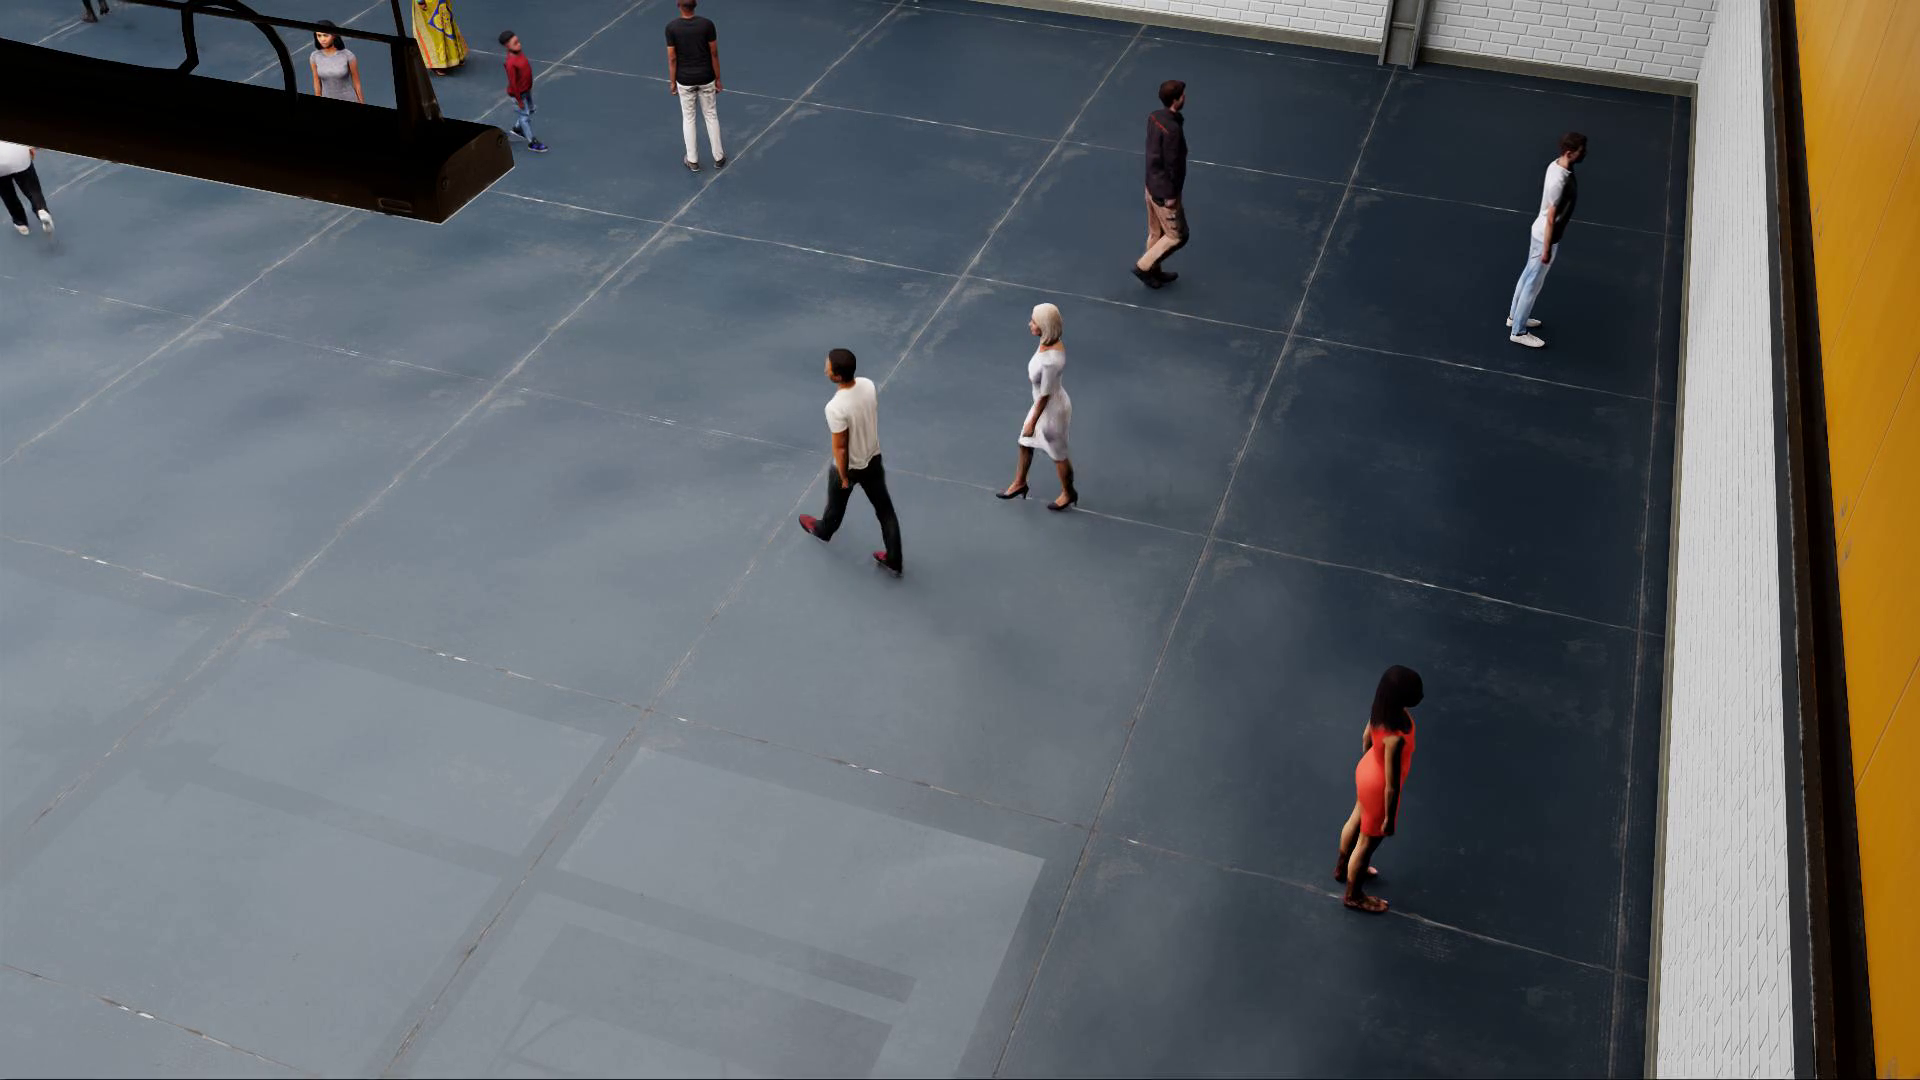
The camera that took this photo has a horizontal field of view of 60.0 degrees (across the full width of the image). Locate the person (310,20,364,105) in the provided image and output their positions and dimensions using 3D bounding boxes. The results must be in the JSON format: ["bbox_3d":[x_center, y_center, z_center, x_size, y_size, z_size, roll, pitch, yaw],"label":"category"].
[{"bbox_3d":[-5.852,-4.061,15.792,0.611,1.781,0.722,-6,39,-7],"label":"person"}]

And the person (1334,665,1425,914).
[{"bbox_3d":[2.280,1.342,9.076,0.627,1.719,0.656,-1,39,-1],"label":"person"}]

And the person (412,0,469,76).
[{"bbox_3d":[-5.818,-5.995,18.310,0.800,1.661,0.878,17,42,21],"label":"person"}]

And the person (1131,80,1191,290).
[{"bbox_3d":[1.689,-3.034,14.400,0.913,1.913,0.872,-10,40,-12],"label":"person"}]

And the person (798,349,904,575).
[{"bbox_3d":[-0.627,-0.494,11.348,1.223,1.754,0.952,30,47,32],"label":"person"}]

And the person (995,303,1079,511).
[{"bbox_3d":[0.732,-0.919,11.902,0.922,1.726,0.786,-6,39,-7],"label":"person"}]

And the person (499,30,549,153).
[{"bbox_3d":[-4.494,-4.565,16.849,0.696,1.250,0.610,4,39,5],"label":"person"}]

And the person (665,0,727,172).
[{"bbox_3d":[-2.602,-4.515,16.342,0.724,1.804,0.823,-10,40,-12],"label":"person"}]

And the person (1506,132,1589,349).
[{"bbox_3d":[4.866,-2.519,13.807,0.557,1.850,0.653,10,40,12],"label":"person"}]
